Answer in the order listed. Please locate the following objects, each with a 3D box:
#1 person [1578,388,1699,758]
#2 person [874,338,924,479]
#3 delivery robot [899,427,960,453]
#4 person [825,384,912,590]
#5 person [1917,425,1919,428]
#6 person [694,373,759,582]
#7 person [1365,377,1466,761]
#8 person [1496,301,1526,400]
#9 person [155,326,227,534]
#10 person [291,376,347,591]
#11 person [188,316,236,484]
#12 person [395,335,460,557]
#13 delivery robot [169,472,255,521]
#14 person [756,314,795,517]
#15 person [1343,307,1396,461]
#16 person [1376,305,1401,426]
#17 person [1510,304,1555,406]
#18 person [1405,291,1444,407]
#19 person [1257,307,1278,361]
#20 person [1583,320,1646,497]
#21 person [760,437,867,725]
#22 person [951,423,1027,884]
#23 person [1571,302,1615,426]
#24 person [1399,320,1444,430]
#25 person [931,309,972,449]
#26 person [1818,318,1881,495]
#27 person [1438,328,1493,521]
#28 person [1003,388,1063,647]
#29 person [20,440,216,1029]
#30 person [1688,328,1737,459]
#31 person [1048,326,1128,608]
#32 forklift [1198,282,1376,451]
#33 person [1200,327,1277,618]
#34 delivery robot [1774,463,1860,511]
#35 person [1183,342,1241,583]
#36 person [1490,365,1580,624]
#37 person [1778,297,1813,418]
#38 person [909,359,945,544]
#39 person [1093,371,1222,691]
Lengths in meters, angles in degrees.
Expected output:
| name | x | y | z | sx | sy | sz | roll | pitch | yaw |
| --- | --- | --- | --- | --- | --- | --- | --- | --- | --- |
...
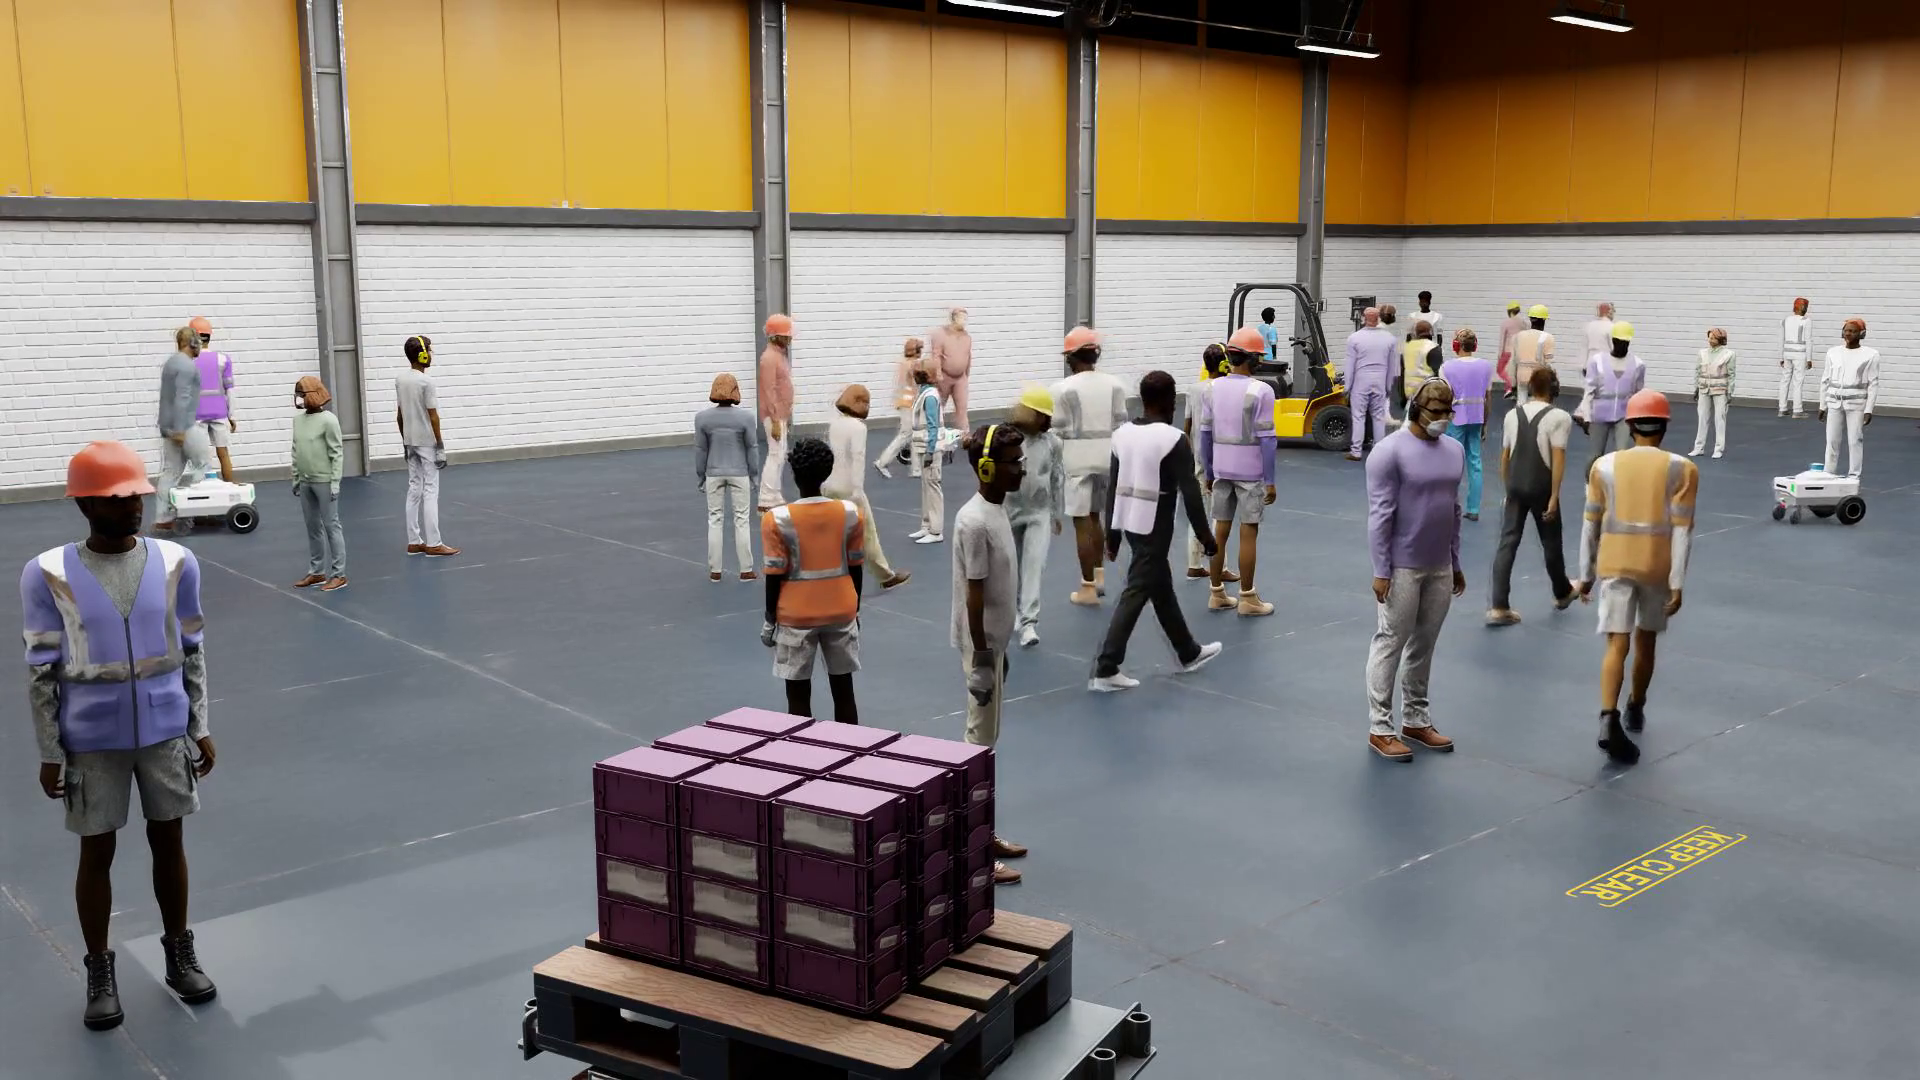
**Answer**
| name | x | y | z | sx | sy | sz | roll | pitch | yaw |
| --- | --- | --- | --- | --- | --- | --- | --- | --- | --- |
| person | 3.461 | 0.163 | 8.559 | 0.557 | 1.866 | 1.028 | 5 | 11 | 26 |
| person | -0.676 | -1.489 | 18.964 | 0.652 | 1.598 | 0.594 | -3 | 10 | -19 |
| delivery robot | -0.367 | -1.251 | 20.332 | 0.707 | 0.478 | 0.477 | 2 | 10 | 13 |
| person | -0.783 | -0.367 | 12.398 | 0.844 | 1.581 | 0.517 | -7 | 12 | -36 |
| person | 14.422 | -2.588 | 24.483 | 0.643 | 1.908 | 0.408 | -8 | 13 | -39 |
| person | -1.808 | -0.481 | 12.947 | 0.498 | 1.634 | 0.280 | 1 | 10 | 3 |
| person | 2.321 | 0.140 | 8.438 | 0.627 | 1.934 | 0.371 | -6 | 11 | -32 |
| person | 9.674 | -3.323 | 29.238 | 0.542 | 1.750 | 0.367 | -3 | 10 | -19 |
| person | -7.152 | -1.012 | 15.317 | 0.724 | 1.883 | 0.654 | -8 | 13 | -41 |
| person | -4.897 | -0.432 | 12.660 | 0.507 | 1.632 | 0.275 | 6 | 11 | 30 |
| person | -7.503 | -1.248 | 16.549 | 0.552 | 1.935 | 0.374 | -7 | 12 | -35 |
| person | -4.531 | -0.785 | 14.065 | 0.513 | 1.862 | 0.328 | 6 | 12 | 33 |
| delivery robot | -6.861 | -0.384 | 15.257 | 0.707 | 0.478 | 0.477 | -5 | 11 | -26 |
| person | -1.804 | -1.207 | 16.244 | 0.420 | 1.968 | 0.651 | 0 | 10 | 1 |
| person | 5.062 | -1.932 | 20.646 | 0.645 | 1.906 | 0.405 | -2 | 10 | -10 |
| person | 6.286 | -2.616 | 24.994 | 0.664 | 1.804 | 0.642 | 1 | 10 | 6 |
| person | 7.235 | -2.003 | 20.999 | 0.385 | 1.925 | 0.592 | -8 | 12 | -38 |
| person | 7.749 | -3.180 | 27.799 | 0.608 | 1.957 | 0.401 | 4 | 11 | 23 |
| person | 5.051 | -2.974 | 27.360 | 0.318 | 1.697 | 0.534 | -4 | 11 | -23 |
| person | 6.580 | -1.272 | 16.808 | 0.596 | 1.900 | 0.797 | 2 | 10 | 10 |
| person | -0.686 | 0.364 | 7.809 | 0.531 | 1.698 | 0.320 | -5 | 11 | -27 |
| person | 0.123 | 0.454 | 6.803 | 0.310 | 1.863 | 0.532 | 1 | 10 | 8 |
| person | 9.543 | -2.614 | 24.792 | 0.982 | 1.872 | 0.651 | -3 | 10 | -15 |
| person | 5.507 | -1.731 | 19.875 | 0.988 | 1.777 | 0.640 | -2 | 10 | -13 |
| person | -0.095 | -2.123 | 21.955 | 0.656 | 1.837 | 1.027 | -5 | 11 | -27 |
| person | 9.394 | -1.406 | 17.628 | 0.356 | 1.884 | 0.574 | -7 | 12 | -37 |
| person | 4.798 | -1.087 | 15.866 | 0.563 | 1.847 | 0.389 | -3 | 10 | -16 |
| person | 0.417 | -0.161 | 10.944 | 0.537 | 1.671 | 0.941 | -1 | 10 | -3 |
| person | -2.769 | 0.633 | 5.528 | 0.551 | 1.940 | 0.352 | -8 | 12 | -39 |
| person | 9.476 | -1.844 | 20.916 | 0.313 | 1.637 | 0.513 | -7 | 12 | -37 |
| person | 0.901 | -0.522 | 12.053 | 0.650 | 2.017 | 0.570 | -5 | 11 | -25 |
| forklift | 4.328 | -2.346 | 22.227 | 2.313 | 2.155 | 1.214 | 3 | 10 | 16 |
| person | 1.987 | -0.477 | 11.729 | 0.382 | 2.040 | 0.616 | -9 | 13 | -42 |
| delivery robot | 8.169 | -0.489 | 15.869 | 0.707 | 0.478 | 0.477 | -1 | 10 | -5 |
| person | 1.972 | -0.599 | 12.951 | 0.313 | 1.869 | 0.539 | -9 | 13 | -43 |
| person | 4.009 | -0.325 | 11.602 | 1.064 | 1.773 | 0.526 | -9 | 13 | -43 |
| person | 13.135 | -2.859 | 26.129 | 0.355 | 1.887 | 0.573 | -4 | 11 | -24 |
| person | -0.287 | -0.785 | 14.716 | 0.315 | 1.636 | 0.515 | -2 | 10 | -9 |
| person | 1.179 | -0.061 | 9.820 | 1.016 | 1.863 | 0.588 | -5 | 11 | -29 |
